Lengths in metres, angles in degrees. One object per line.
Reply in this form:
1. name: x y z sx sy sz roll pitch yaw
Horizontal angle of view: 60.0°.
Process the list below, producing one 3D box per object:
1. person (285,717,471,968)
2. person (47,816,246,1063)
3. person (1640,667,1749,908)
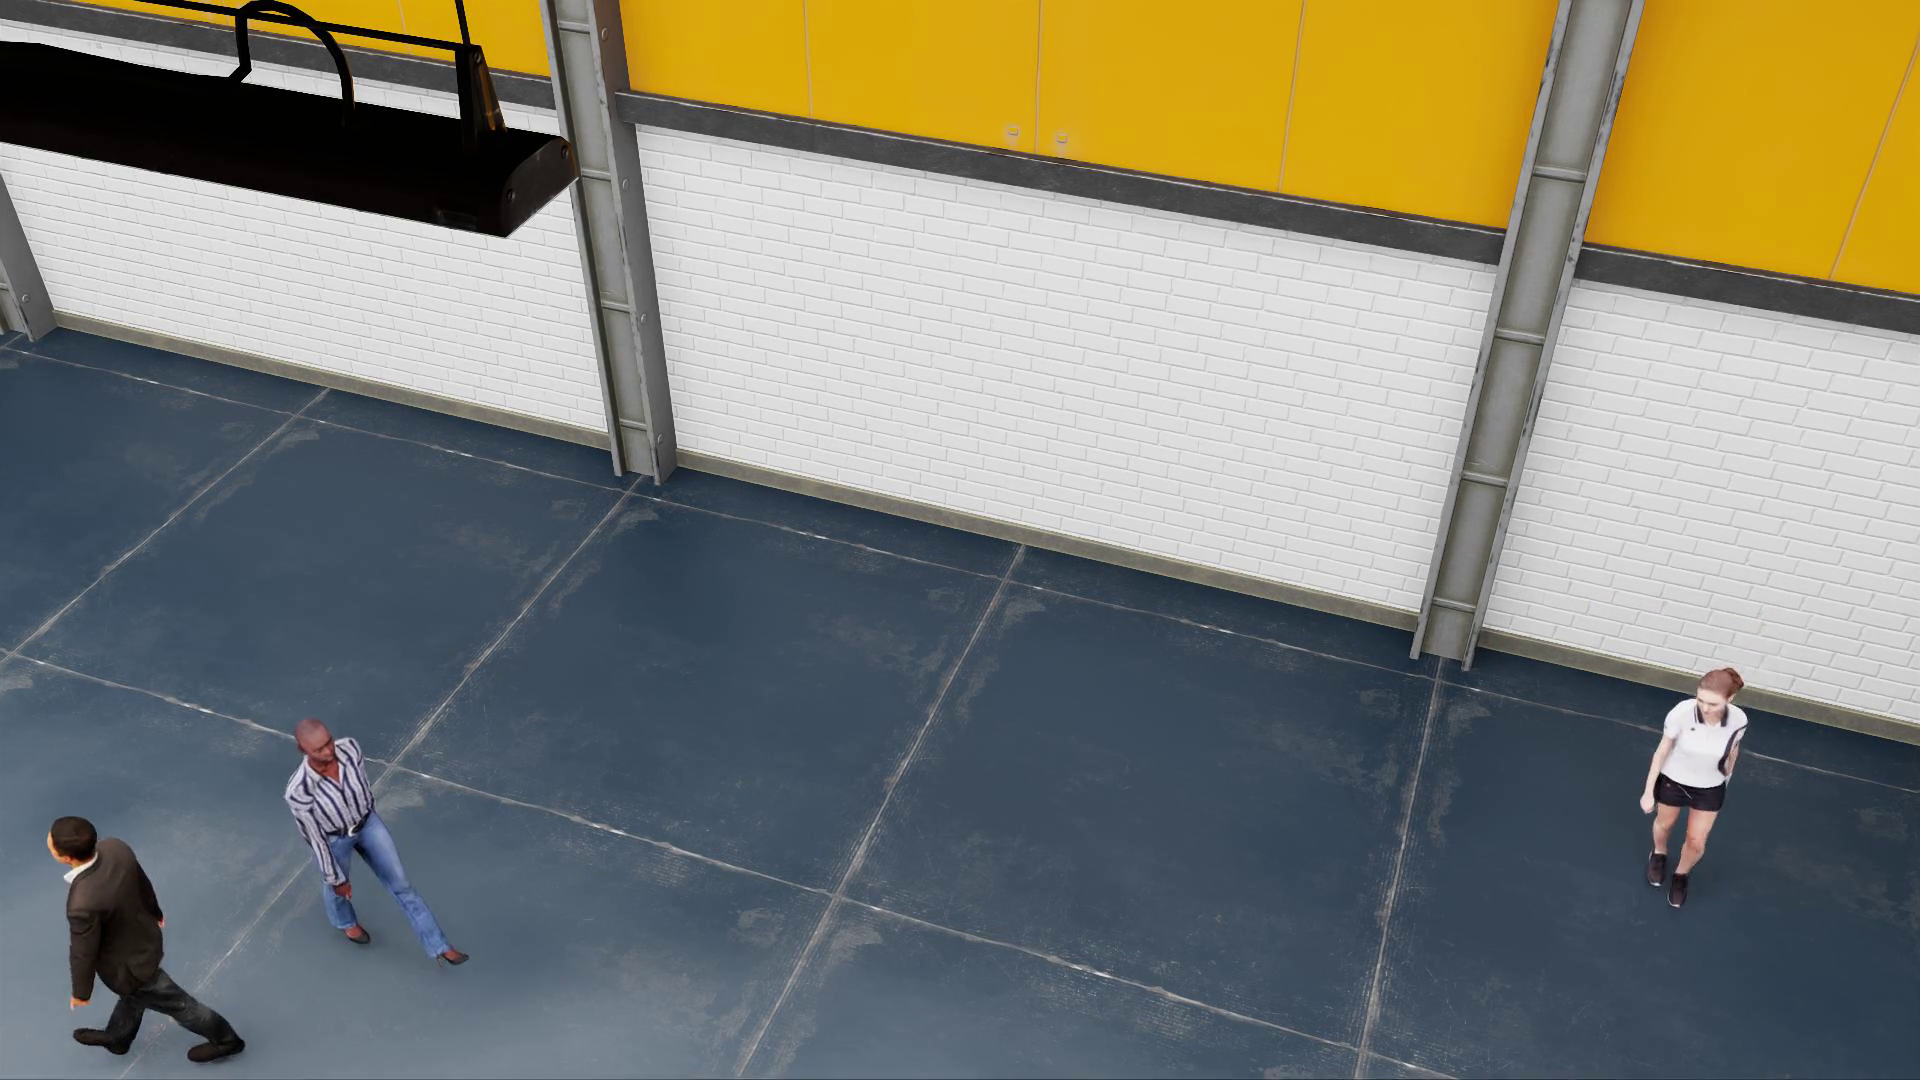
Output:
1. person: -3.272 1.569 8.705 1.207 1.749 0.823 20 43 23
2. person: -3.969 2.013 8.136 1.209 1.766 1.010 -4 39 -5
3. person: 3.999 1.293 9.082 0.617 1.709 0.677 4 39 5
